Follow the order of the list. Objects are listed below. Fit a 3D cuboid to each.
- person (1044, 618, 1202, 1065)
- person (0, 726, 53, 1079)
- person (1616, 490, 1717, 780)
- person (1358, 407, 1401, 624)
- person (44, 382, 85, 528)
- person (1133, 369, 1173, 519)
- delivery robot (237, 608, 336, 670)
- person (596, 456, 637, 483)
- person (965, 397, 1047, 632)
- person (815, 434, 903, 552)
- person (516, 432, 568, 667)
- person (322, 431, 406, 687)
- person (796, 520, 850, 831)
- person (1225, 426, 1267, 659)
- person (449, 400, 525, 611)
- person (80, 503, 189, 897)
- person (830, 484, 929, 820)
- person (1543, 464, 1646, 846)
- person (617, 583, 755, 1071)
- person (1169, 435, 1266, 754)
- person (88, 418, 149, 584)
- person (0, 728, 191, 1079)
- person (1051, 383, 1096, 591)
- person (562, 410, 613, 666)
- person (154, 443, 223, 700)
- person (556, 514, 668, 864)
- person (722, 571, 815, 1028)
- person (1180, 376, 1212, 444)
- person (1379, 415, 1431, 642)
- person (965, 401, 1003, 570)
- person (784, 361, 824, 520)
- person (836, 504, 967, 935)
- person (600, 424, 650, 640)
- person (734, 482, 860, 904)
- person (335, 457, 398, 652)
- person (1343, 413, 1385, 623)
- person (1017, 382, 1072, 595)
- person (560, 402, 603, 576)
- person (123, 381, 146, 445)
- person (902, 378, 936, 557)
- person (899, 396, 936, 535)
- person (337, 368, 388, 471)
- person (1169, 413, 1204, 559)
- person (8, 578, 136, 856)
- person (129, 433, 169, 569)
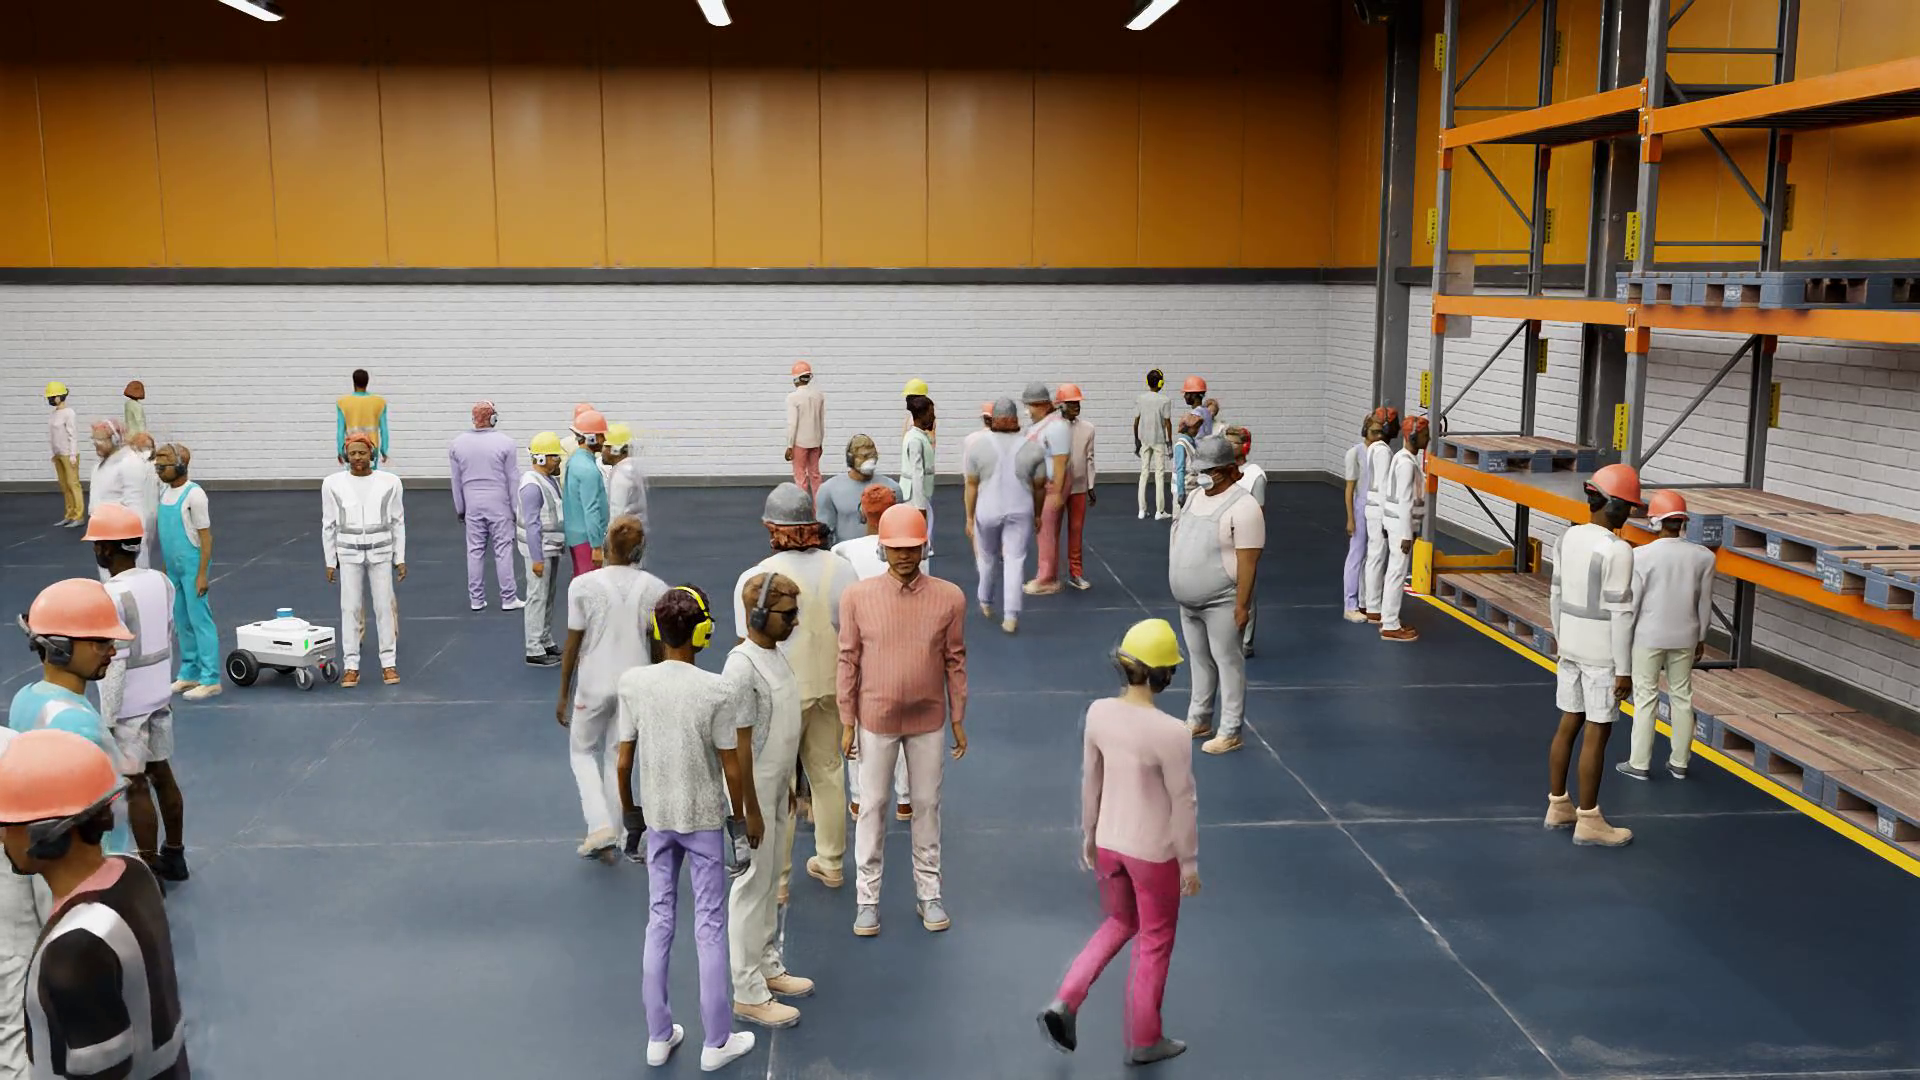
[{"bbox_3d":[0.633,1.163,6.270,0.501,1.751,0.530,-7,11,-37],"label":"person"},{"bbox_3d":[-3.162,1.232,5.337,0.636,1.911,0.406,-1,9,-8],"label":"person"},{"bbox_3d":[4.214,0.570,9.985,0.559,1.750,0.331,-1,9,-4],"label":"person"},{"bbox_3d":[3.661,-0.215,14.507,0.361,1.882,0.574,0,9,3],"label":"person"},{"bbox_3d":[-10.760,-1.020,19.956,0.524,1.761,0.339,7,11,36],"label":"person"},{"bbox_3d":[2.407,-1.188,20.652,0.532,1.870,0.316,5,10,29],"label":"person"},{"bbox_3d":[-4.986,0.749,12.312,0.707,0.478,0.477,4,10,21],"label":"delivery robot"},{"bbox_3d":[-3.150,-0.210,15.228,0.312,1.642,0.512,8,12,41],"label":"person"},{"bbox_3d":[0.387,-0.271,14.357,0.703,2.000,1.016,0,9,-2],"label":"person"},{"bbox_3d":[-0.685,0.231,11.528,0.630,1.939,0.371,-3,10,-20],"label":"person"},{"bbox_3d":[-3.226,0.068,12.932,0.404,1.824,0.591,0,9,0],"label":"person"},{"bbox_3d":[-4.386,0.142,12.263,0.580,1.883,0.352,-3,10,-19],"label":"person"},{"bbox_3d":[-0.827,0.733,9.135,0.319,1.695,0.543,-6,11,-34],"label":"person"},{"bbox_3d":[2.185,0.018,13.144,0.389,1.850,0.567,-6,11,-31],"label":"person"},{"bbox_3d":[-4.237,-0.304,14.983,0.639,1.910,0.407,1,9,6],"label":"person"},{"bbox_3d":[-4.034,0.780,8.081,0.362,1.935,0.553,1,9,4],"label":"person"},{"bbox_3d":[-0.439,0.625,9.219,0.574,1.887,0.355,0,9,2],"label":"person"},{"bbox_3d":[3.415,0.604,8.891,0.401,2.030,0.615,-2,9,-13],"label":"person"},{"bbox_3d":[-1.047,1.090,6.350,0.538,1.869,0.312,2,9,15],"label":"person"},{"bbox_3d":[1.594,0.326,10.609,0.535,2.000,0.680,-5,10,-28],"label":"person"},{"bbox_3d":[-6.774,-0.043,13.377,0.677,1.887,0.426,7,12,38],"label":"person"},{"bbox_3d":[-1.929,1.407,3.975,1.015,2.007,0.624,-2,9,-15],"label":"person"},{"bbox_3d":[1.028,-0.507,15.977,0.620,1.996,0.372,-4,10,-23],"label":"person"},{"bbox_3d":[-2.868,-0.010,12.898,0.406,1.986,0.616,-4,10,-24],"label":"person"},{"bbox_3d":[-5.534,0.222,11.883,0.517,1.842,0.327,6,11,35],"label":"person"},{"bbox_3d":[-1.780,0.775,8.513,0.599,1.810,0.419,-4,10,-26],"label":"person"},{"bbox_3d":[-0.788,1.036,6.776,0.345,1.843,0.504,1,9,9],"label":"person"},{"bbox_3d":[2.556,-0.818,18.117,0.377,1.936,0.549,3,10,20],"label":"person"},{"bbox_3d":[3.693,-0.097,13.803,0.356,1.878,0.572,2,9,14],"label":"person"},{"bbox_3d":[0.356,-0.575,17.250,0.595,1.715,0.816,4,10,22],"label":"person"},{"bbox_3d":[-1.892,-1.162,20.101,0.396,1.992,0.623,7,12,38],"label":"person"},{"bbox_3d":[-0.264,0.820,7.655,0.609,1.995,0.378,-2,9,-10],"label":"person"},{"bbox_3d":[-2.904,-0.052,13.704,0.760,1.804,0.627,-1,9,-7],"label":"person"},{"bbox_3d":[-0.838,0.727,8.095,0.684,2.000,0.538,-7,12,-39],"label":"person"},{"bbox_3d":[-4.733,0.053,13.257,0.567,1.743,0.351,-1,9,-5],"label":"person"},{"bbox_3d":[3.574,-0.200,14.546,0.513,1.838,0.334,-6,11,-34],"label":"person"},{"bbox_3d":[0.741,-0.509,15.855,0.619,2.000,0.721,-3,9,-15],"label":"person"},{"bbox_3d":[-3.733,-0.504,16.704,0.569,1.755,0.318,-4,10,-25],"label":"person"},{"bbox_3d":[-10.988,-1.311,22.198,0.292,1.625,0.500,-8,12,-40],"label":"person"},{"bbox_3d":[-0.456,-0.766,17.814,0.356,1.930,0.587,-5,10,-26],"label":"person"},{"bbox_3d":[-0.385,-0.370,15.370,0.386,1.917,0.596,0,9,-3],"label":"person"},{"bbox_3d":[-7.223,-1.125,20.162,0.605,1.898,0.592,-6,11,-34],"label":"person"},{"bbox_3d":[2.296,-0.473,16.883,0.315,1.639,0.522,4,10,21],"label":"person"},{"bbox_3d":[-2.904,1.137,5.531,0.394,2.038,0.605,-8,12,-42],"label":"person"},{"bbox_3d":[-7.574,-0.203,15.345,0.801,1.587,0.503,7,12,38],"label":"person"}]
